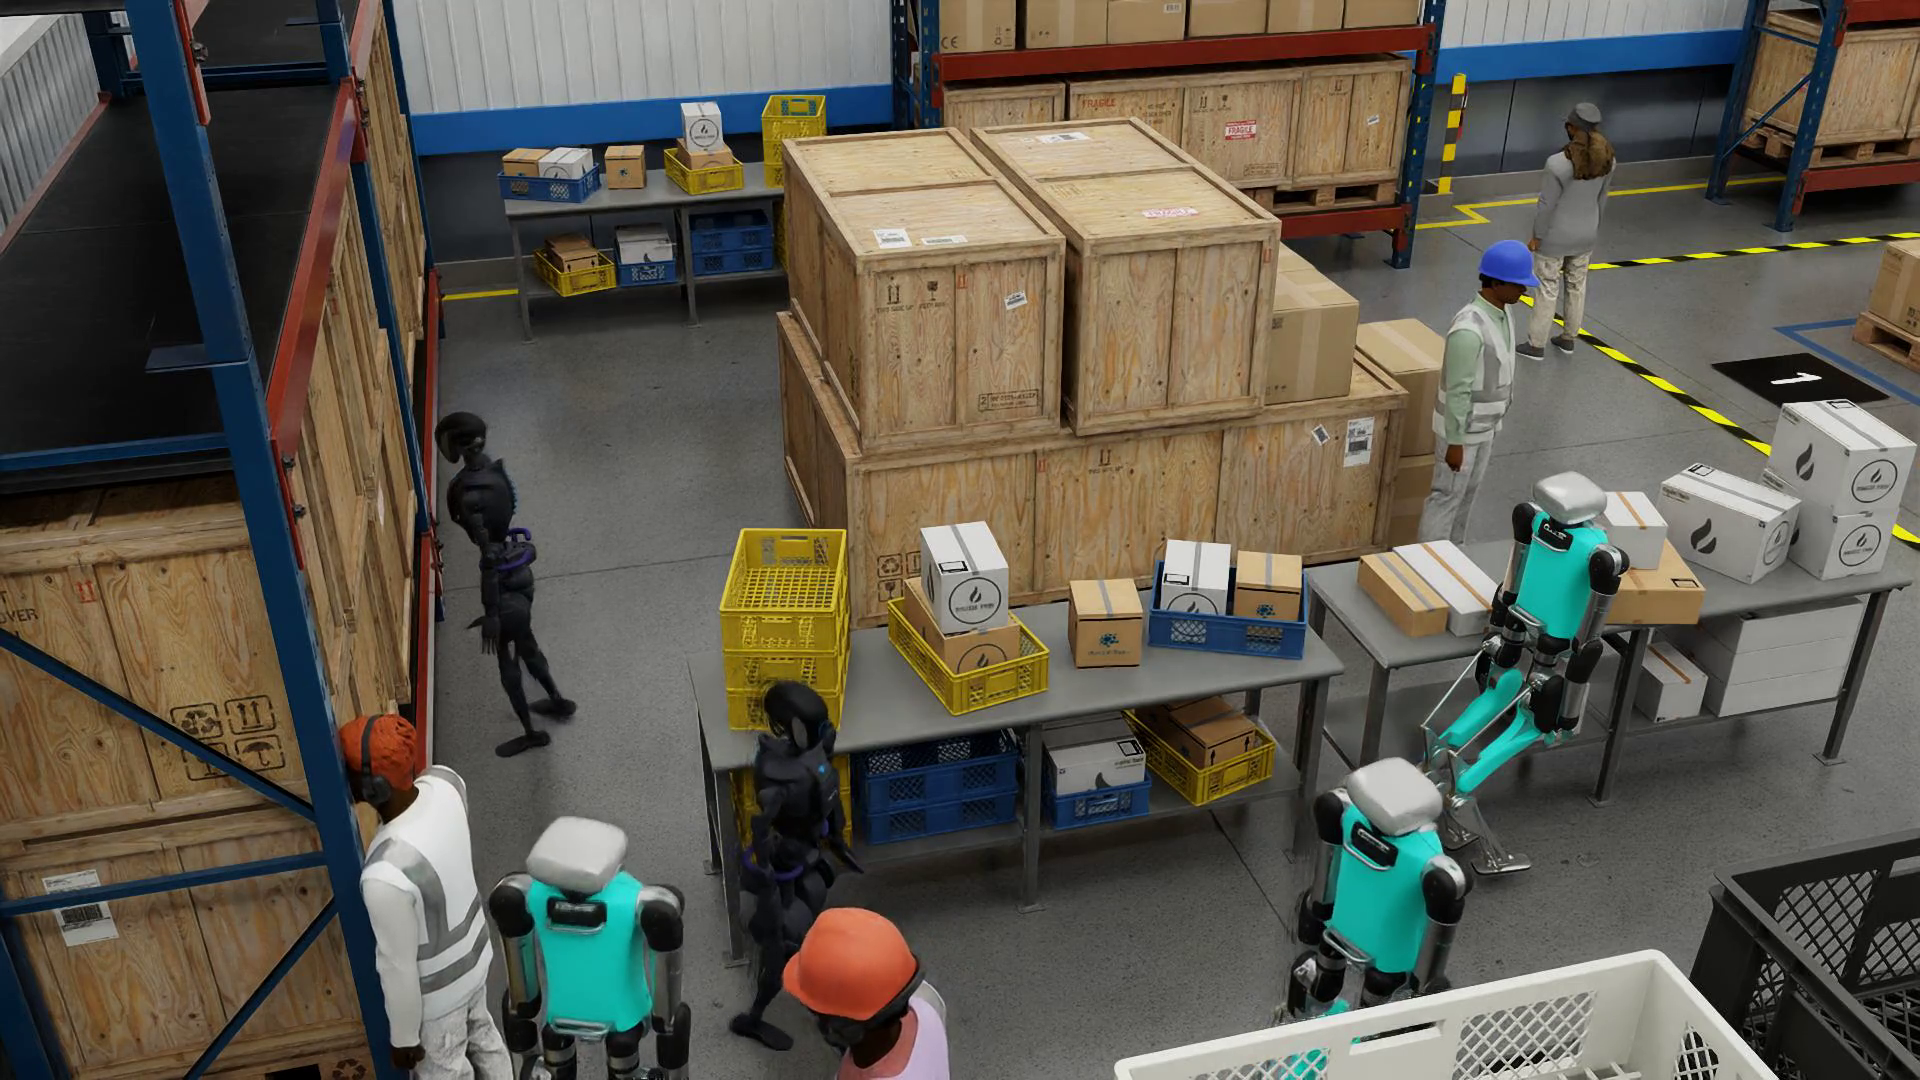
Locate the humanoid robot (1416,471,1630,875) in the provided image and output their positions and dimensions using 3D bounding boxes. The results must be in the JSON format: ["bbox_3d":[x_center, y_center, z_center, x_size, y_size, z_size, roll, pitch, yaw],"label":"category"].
[{"bbox_3d":[2.058,0.568,6.424,0.735,1.677,0.533,-12,31,-21],"label":"humanoid robot"}]

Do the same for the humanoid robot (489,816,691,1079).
[{"bbox_3d":[-1.036,1.664,4.561,0.531,1.767,0.782,4,29,7],"label":"humanoid robot"}]

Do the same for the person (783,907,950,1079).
[{"bbox_3d":[-0.214,1.730,4.142,0.390,2.039,0.611,4,29,8],"label":"person"}]

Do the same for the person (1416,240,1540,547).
[{"bbox_3d":[2.612,-0.582,8.481,0.408,1.908,0.602,18,34,30],"label":"person"}]

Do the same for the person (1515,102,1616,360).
[{"bbox_3d":[4.142,-2.095,11.361,0.574,1.768,0.401,-11,31,-20],"label":"person"}]

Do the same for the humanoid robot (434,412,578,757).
[{"bbox_3d":[-1.972,0.187,7.323,0.456,1.646,0.611,-4,29,-8],"label":"humanoid robot"}]

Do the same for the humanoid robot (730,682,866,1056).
[{"bbox_3d":[-0.489,1.154,5.607,0.757,1.627,0.611,11,31,19],"label":"humanoid robot"}]

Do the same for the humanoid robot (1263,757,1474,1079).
[{"bbox_3d":[1.050,1.497,4.903,0.830,1.802,0.550,-18,33,-29],"label":"humanoid robot"}]

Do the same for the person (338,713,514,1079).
[{"bbox_3d":[-1.597,1.316,5.059,0.338,1.877,0.571,2,29,4],"label":"person"}]
